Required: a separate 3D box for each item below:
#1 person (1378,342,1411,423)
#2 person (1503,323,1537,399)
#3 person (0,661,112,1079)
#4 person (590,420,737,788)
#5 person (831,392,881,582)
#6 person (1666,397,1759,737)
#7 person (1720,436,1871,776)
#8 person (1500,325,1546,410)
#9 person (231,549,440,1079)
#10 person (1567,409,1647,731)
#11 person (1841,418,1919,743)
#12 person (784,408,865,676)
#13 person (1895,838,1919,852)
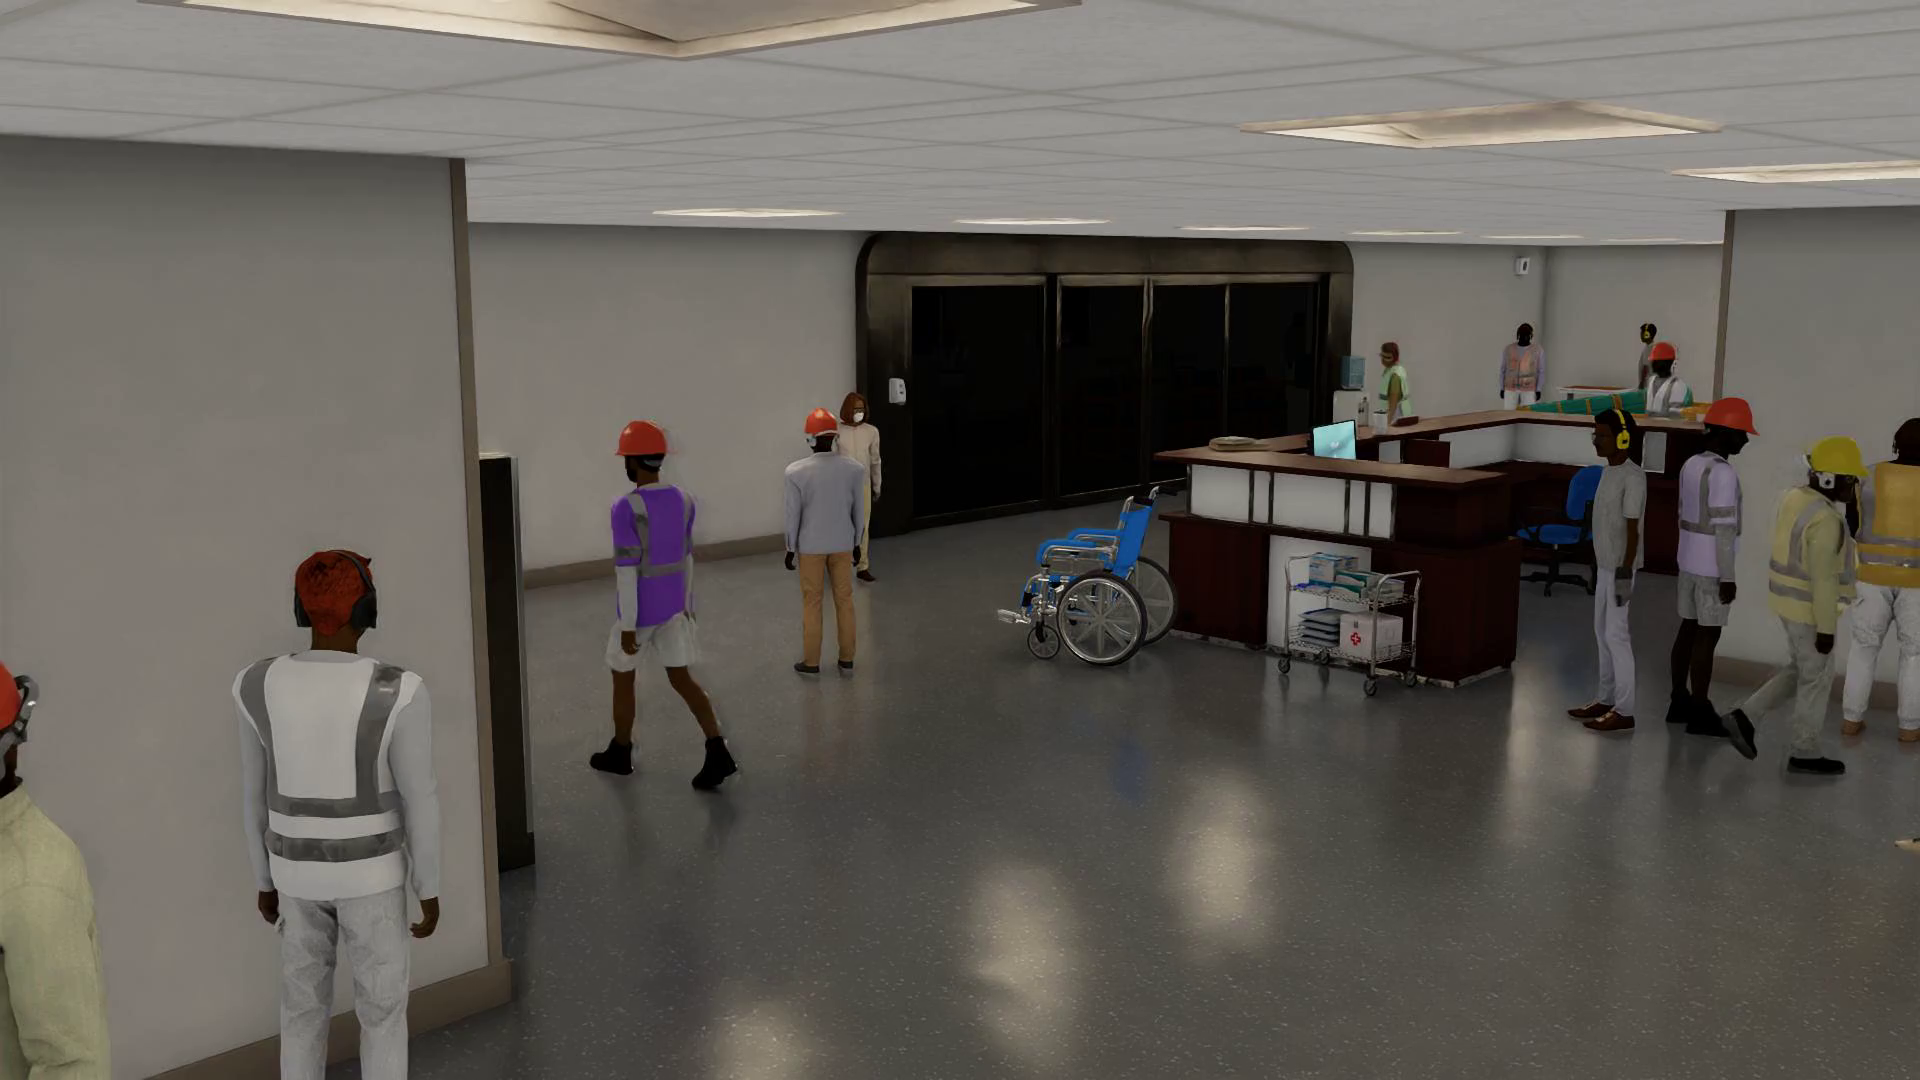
[{"bbox_3d":[5.145,-1.455,19.771,0.408,1.802,0.749,2,9,12],"label":"person"},{"bbox_3d":[8.336,-2.291,24.725,0.526,1.861,0.321,5,10,27],"label":"person"},{"bbox_3d":[-1.825,1.158,3.174,0.390,1.986,0.609,-9,13,-44],"label":"person"},{"bbox_3d":[-1.534,0.332,8.528,0.965,1.900,0.558,7,12,37],"label":"person"},{"bbox_3d":[-0.901,-0.437,14.071,0.504,1.627,0.285,-4,10,-25],"label":"person"},{"bbox_3d":[4.314,0.149,9.531,0.374,1.930,0.542,0,9,1],"label":"person"},{"bbox_3d":[4.385,0.349,8.672,0.514,1.811,0.611,2,9,9],"label":"person"},{"bbox_3d":[8.165,-2.201,24.218,0.625,1.844,0.429,5,11,30],"label":"person"},{"bbox_3d":[-1.756,0.959,4.749,0.568,1.878,0.351,1,9,4],"label":"person"},{"bbox_3d":[3.769,0.172,9.613,0.321,1.861,0.514,0,9,3],"label":"person"},{"bbox_3d":[5.296,0.228,9.367,0.629,1.837,0.429,7,12,36],"label":"person"},{"bbox_3d":[-0.894,0.011,10.905,0.566,1.755,0.321,-5,10,-26],"label":"person"},{"bbox_3d":[4.603,0.616,7.251,0.742,1.742,0.528,7,11,35],"label":"person"}]
